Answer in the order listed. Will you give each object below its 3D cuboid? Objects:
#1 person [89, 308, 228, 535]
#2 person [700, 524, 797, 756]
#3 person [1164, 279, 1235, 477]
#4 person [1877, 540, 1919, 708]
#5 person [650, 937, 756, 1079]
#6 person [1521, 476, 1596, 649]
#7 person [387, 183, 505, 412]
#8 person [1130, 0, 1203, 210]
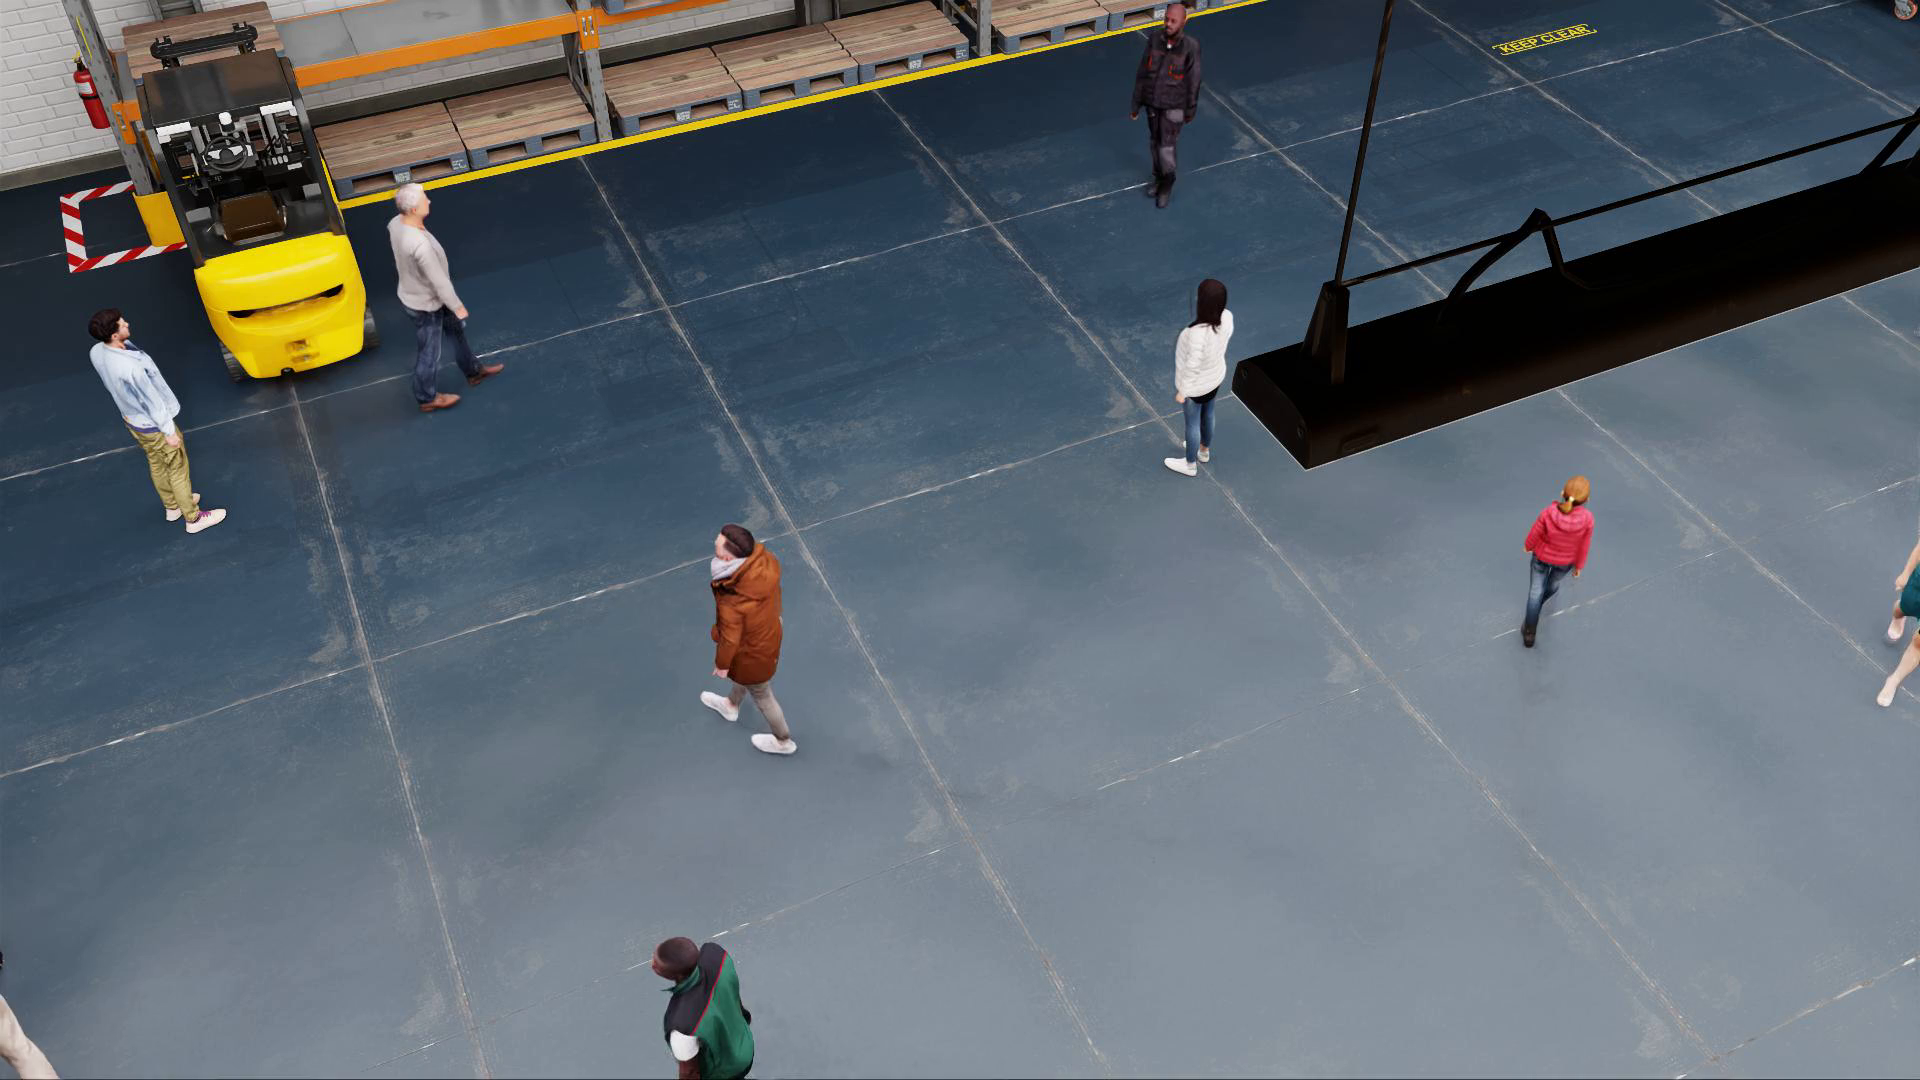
[{"bbox_3d":[-5.545,-0.816,11.375,0.763,1.812,0.748,27,50,25],"label":"person"},{"bbox_3d":[-1.155,0.634,9.851,1.097,1.816,1.027,12,45,12],"label":"person"},{"bbox_3d":[1.729,-1.166,11.868,0.755,1.638,0.630,30,51,27],"label":"person"},{"bbox_3d":[6.092,0.240,10.383,0.931,1.653,1.085,22,48,21],"label":"person"},{"bbox_3d":[-1.073,2.482,7.921,1.298,1.802,1.174,10,45,10],"label":"person"},{"bbox_3d":[3.824,0.168,10.717,0.843,1.295,0.874,10,45,10],"label":"person"},{"bbox_3d":[-4.028,-1.733,12.291,0.965,1.876,0.743,-19,47,-19],"label":"person"},{"bbox_3d":[1.850,-3.877,14.589,0.845,1.811,0.878,26,49,25],"label":"person"}]
